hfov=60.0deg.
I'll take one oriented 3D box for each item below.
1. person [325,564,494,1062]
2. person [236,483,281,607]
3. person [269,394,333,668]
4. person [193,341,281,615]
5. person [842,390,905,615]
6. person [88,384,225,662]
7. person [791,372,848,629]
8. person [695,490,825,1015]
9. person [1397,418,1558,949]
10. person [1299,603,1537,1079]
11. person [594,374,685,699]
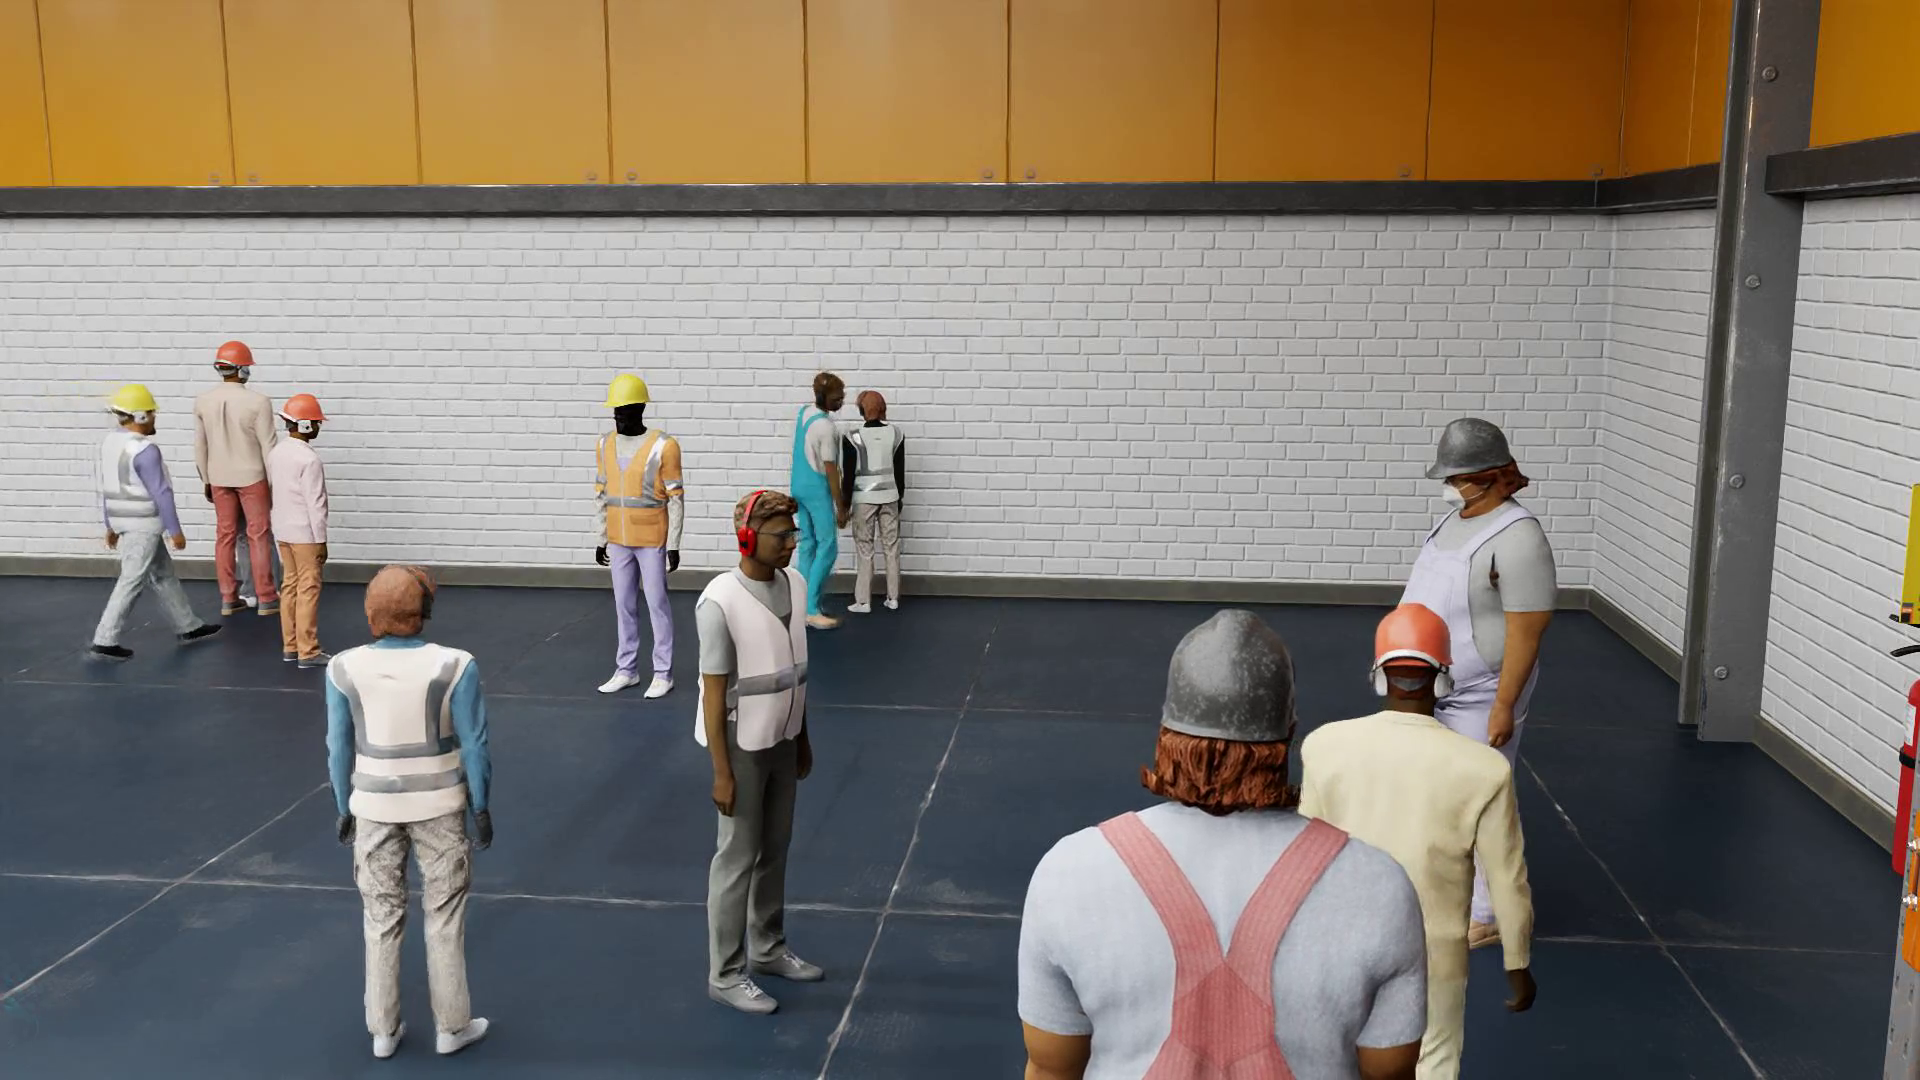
[{"bbox_3d":[-1.804,0.900,5.461,0.538,1.628,0.351,0,10,-1],"label":"person"},{"bbox_3d":[-5.316,-0.317,12.391,0.267,1.632,0.507,5,11,26],"label":"person"},{"bbox_3d":[-4.170,-0.062,10.628,0.557,1.744,0.358,9,14,43],"label":"person"},{"bbox_3d":[-5.224,-0.444,12.084,0.612,1.994,0.395,1,10,7],"label":"person"},{"bbox_3d":[-0.625,-0.273,12.121,0.513,1.641,0.307,-6,11,-30],"label":"person"},{"bbox_3d":[-5.338,-0.123,10.864,0.601,1.785,0.937,9,13,41],"label":"person"},{"bbox_3d":[-1.023,-0.273,11.675,0.385,1.808,0.629,-6,12,-32],"label":"person"},{"bbox_3d":[-0.725,0.729,5.834,0.387,1.837,0.563,5,11,25],"label":"person"},{"bbox_3d":[1.916,0.530,6.375,0.535,2.000,0.674,-2,10,-9],"label":"person"},{"bbox_3d":[1.187,1.031,4.362,0.648,1.738,0.374,7,12,33],"label":"person"},{"bbox_3d":[-1.918,-0.020,9.848,0.595,1.925,0.372,4,11,24],"label":"person"}]
